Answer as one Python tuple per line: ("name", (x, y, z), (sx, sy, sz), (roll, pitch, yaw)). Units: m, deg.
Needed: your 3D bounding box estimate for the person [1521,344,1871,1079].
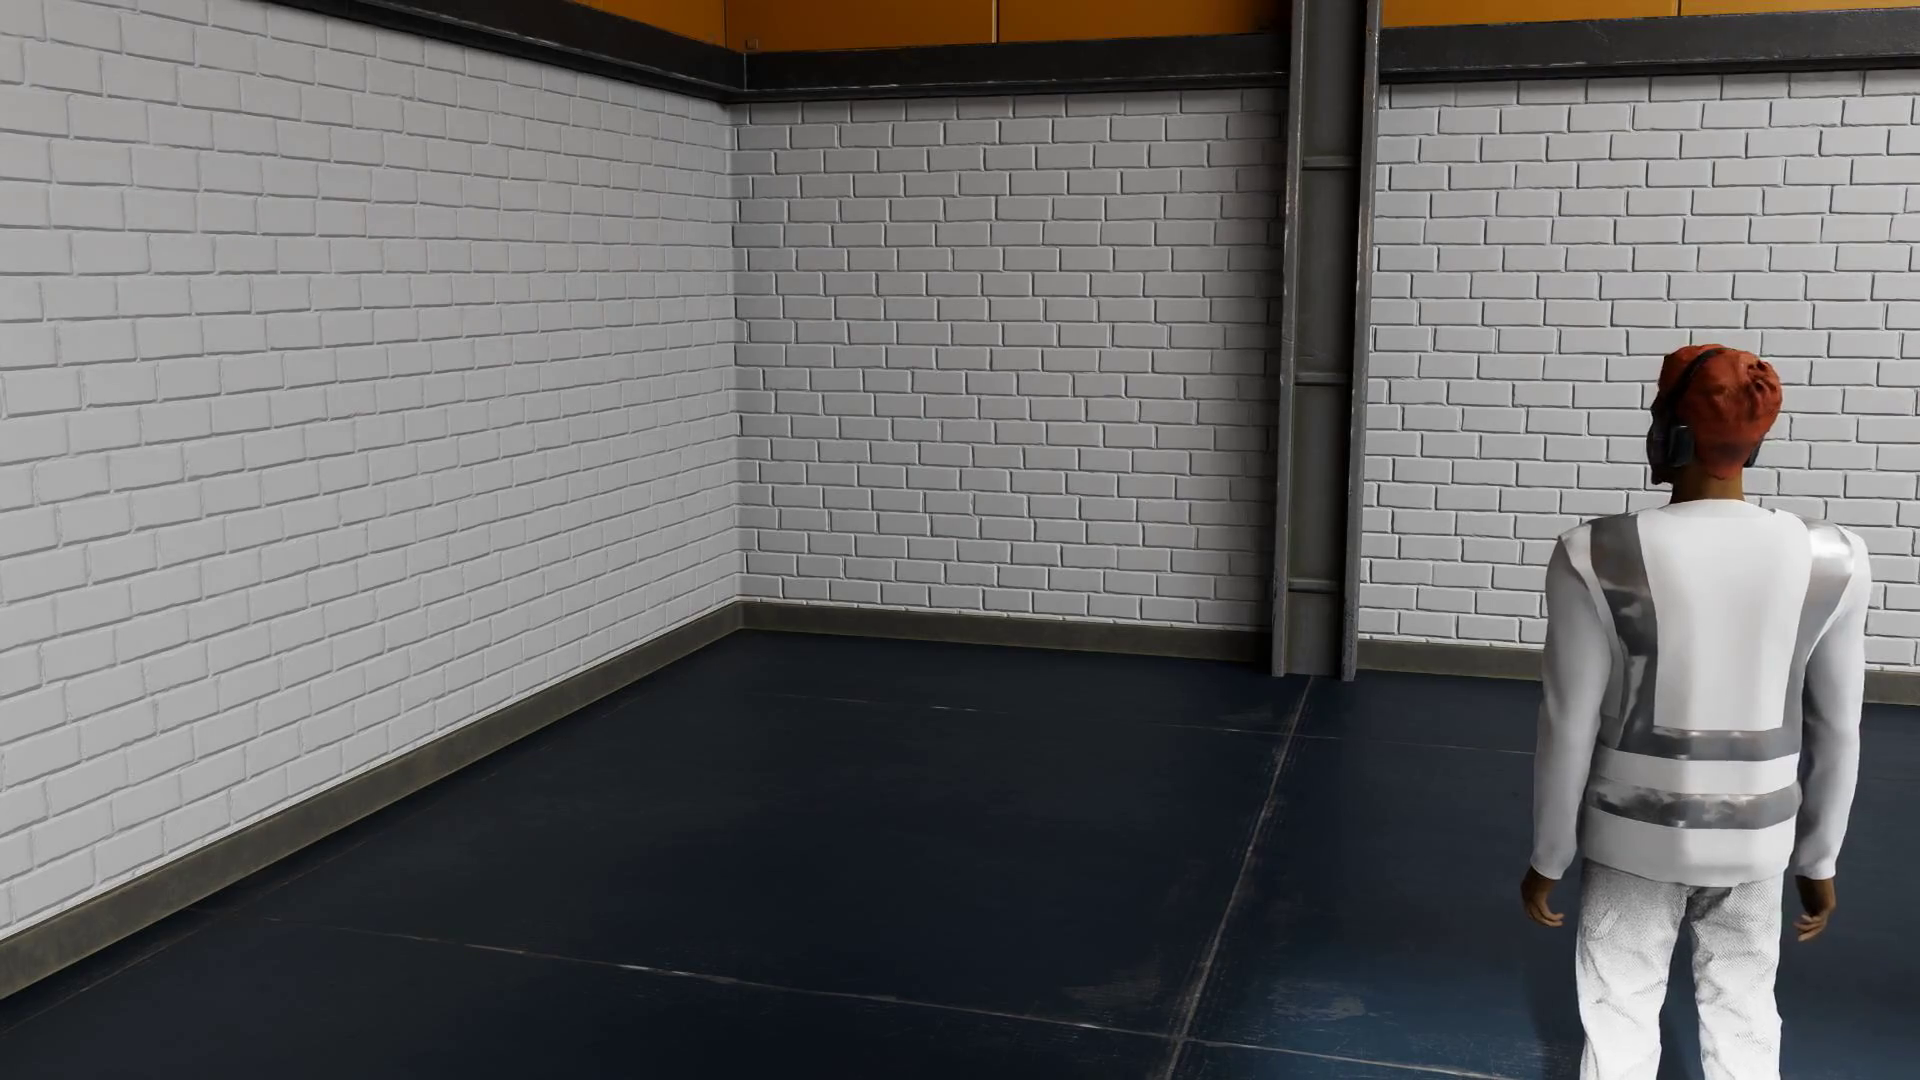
("person", (1.355, 0.579, 3.119), (0.584, 1.883, 0.345), (1, 9, 3))
